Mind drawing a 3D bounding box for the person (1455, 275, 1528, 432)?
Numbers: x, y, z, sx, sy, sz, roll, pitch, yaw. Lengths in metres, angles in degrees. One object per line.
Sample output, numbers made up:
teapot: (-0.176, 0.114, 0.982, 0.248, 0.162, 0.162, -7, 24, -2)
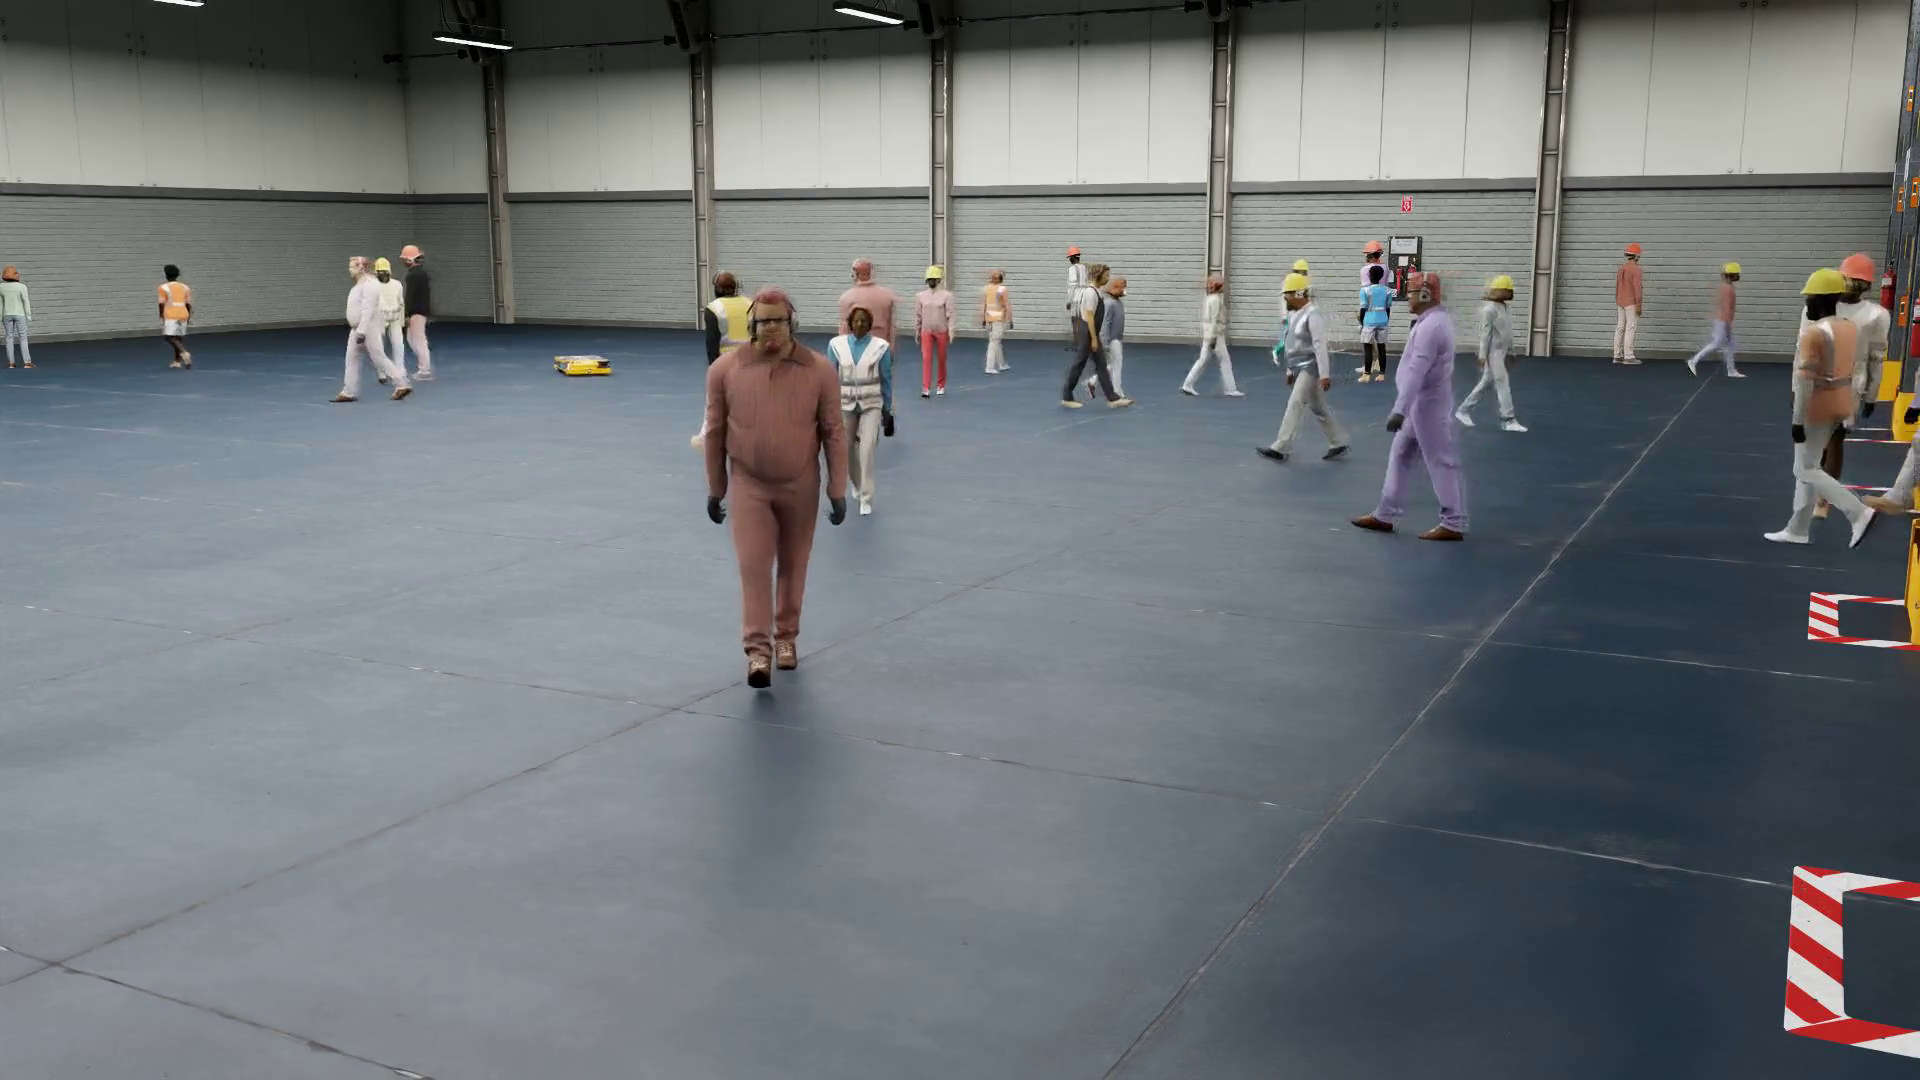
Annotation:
person: (5.886, -2.069, 18.342, 0.887, 1.703, 0.502, 10, 14, 43)

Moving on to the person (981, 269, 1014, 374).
person: (0.636, -3.381, 25.742, 0.754, 1.608, 0.541, -9, 14, -40)

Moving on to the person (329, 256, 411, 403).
person: (-7.604, -2.705, 21.350, 0.960, 1.870, 0.635, -9, 13, -39)

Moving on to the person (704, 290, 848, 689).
person: (-0.860, -0.234, 7.875, 0.678, 1.860, 0.951, -2, 11, -9)

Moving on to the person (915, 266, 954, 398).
person: (-0.338, -2.749, 21.991, 0.538, 1.712, 0.899, 1, 10, 8)

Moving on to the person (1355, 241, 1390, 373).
person: (6.368, -3.598, 25.744, 0.609, 2.044, 0.394, -8, 13, -37)

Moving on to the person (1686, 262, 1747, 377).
person: (11.422, -3.304, 24.999, 0.790, 1.742, 0.532, 5, 11, 25)

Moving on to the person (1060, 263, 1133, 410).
person: (1.632, -2.473, 20.283, 0.932, 1.788, 0.545, 3, 11, 17)

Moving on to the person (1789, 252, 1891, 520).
person: (6.705, -1.181, 12.682, 0.627, 2.015, 0.876, 8, 13, 37)

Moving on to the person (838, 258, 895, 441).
person: (-0.958, -1.949, 17.140, 0.648, 1.891, 0.529, -6, 12, -31)

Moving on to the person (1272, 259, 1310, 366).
person: (5.243, -3.524, 26.123, 0.538, 1.754, 0.532, -7, 13, -35)

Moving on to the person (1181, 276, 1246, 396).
person: (3.351, -2.699, 22.054, 0.839, 1.599, 0.525, 0, 10, -1)

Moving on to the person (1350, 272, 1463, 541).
person: (3.150, -0.926, 11.663, 0.906, 1.869, 0.660, 3, 11, 16)

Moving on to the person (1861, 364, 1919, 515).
person: (7.295, -1.013, 12.368, 0.951, 1.797, 0.637, 10, 14, 43)

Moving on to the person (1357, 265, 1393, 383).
person: (5.995, -3.117, 24.072, 0.532, 1.696, 0.319, -4, 11, -19)

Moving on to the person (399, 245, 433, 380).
person: (-8.016, -3.329, 24.440, 0.475, 1.976, 0.650, 0, 10, -2)

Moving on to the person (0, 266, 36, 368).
person: (-15.233, -3.588, 26.810, 0.497, 1.633, 0.285, -1, 10, -7)

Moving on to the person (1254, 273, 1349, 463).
person: (3.273, -1.602, 15.603, 0.955, 1.776, 0.631, -1, 10, -4)

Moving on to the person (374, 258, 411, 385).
person: (-8.085, -3.069, 23.526, 0.608, 1.798, 0.815, -8, 13, -37)

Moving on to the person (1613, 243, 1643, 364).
person: (11.119, -3.918, 27.614, 0.369, 1.996, 0.622, -2, 11, -13)

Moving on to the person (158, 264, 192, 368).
person: (-12.457, -3.543, 26.456, 0.719, 1.679, 0.546, 6, 12, 31)

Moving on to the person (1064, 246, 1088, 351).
person: (2.115, -4.431, 30.604, 0.373, 1.928, 0.543, 6, 12, 31)

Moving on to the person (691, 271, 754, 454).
person: (-2.239, -1.681, 15.992, 0.618, 1.789, 0.977, -9, 14, -41)

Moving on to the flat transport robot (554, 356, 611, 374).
flat transport robot: (-5.885, -2.733, 25.862, 0.652, 0.197, 1.431, -4, 11, -21)

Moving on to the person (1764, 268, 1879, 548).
person: (5.888, -0.871, 11.239, 0.586, 1.911, 0.718, -8, 13, -36)

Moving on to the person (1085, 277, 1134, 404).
person: (1.905, -2.534, 21.113, 0.642, 1.613, 0.509, 5, 12, 25)

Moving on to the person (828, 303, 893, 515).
person: (-0.768, -1.030, 12.892, 0.523, 1.616, 0.601, 1, 10, 8)
